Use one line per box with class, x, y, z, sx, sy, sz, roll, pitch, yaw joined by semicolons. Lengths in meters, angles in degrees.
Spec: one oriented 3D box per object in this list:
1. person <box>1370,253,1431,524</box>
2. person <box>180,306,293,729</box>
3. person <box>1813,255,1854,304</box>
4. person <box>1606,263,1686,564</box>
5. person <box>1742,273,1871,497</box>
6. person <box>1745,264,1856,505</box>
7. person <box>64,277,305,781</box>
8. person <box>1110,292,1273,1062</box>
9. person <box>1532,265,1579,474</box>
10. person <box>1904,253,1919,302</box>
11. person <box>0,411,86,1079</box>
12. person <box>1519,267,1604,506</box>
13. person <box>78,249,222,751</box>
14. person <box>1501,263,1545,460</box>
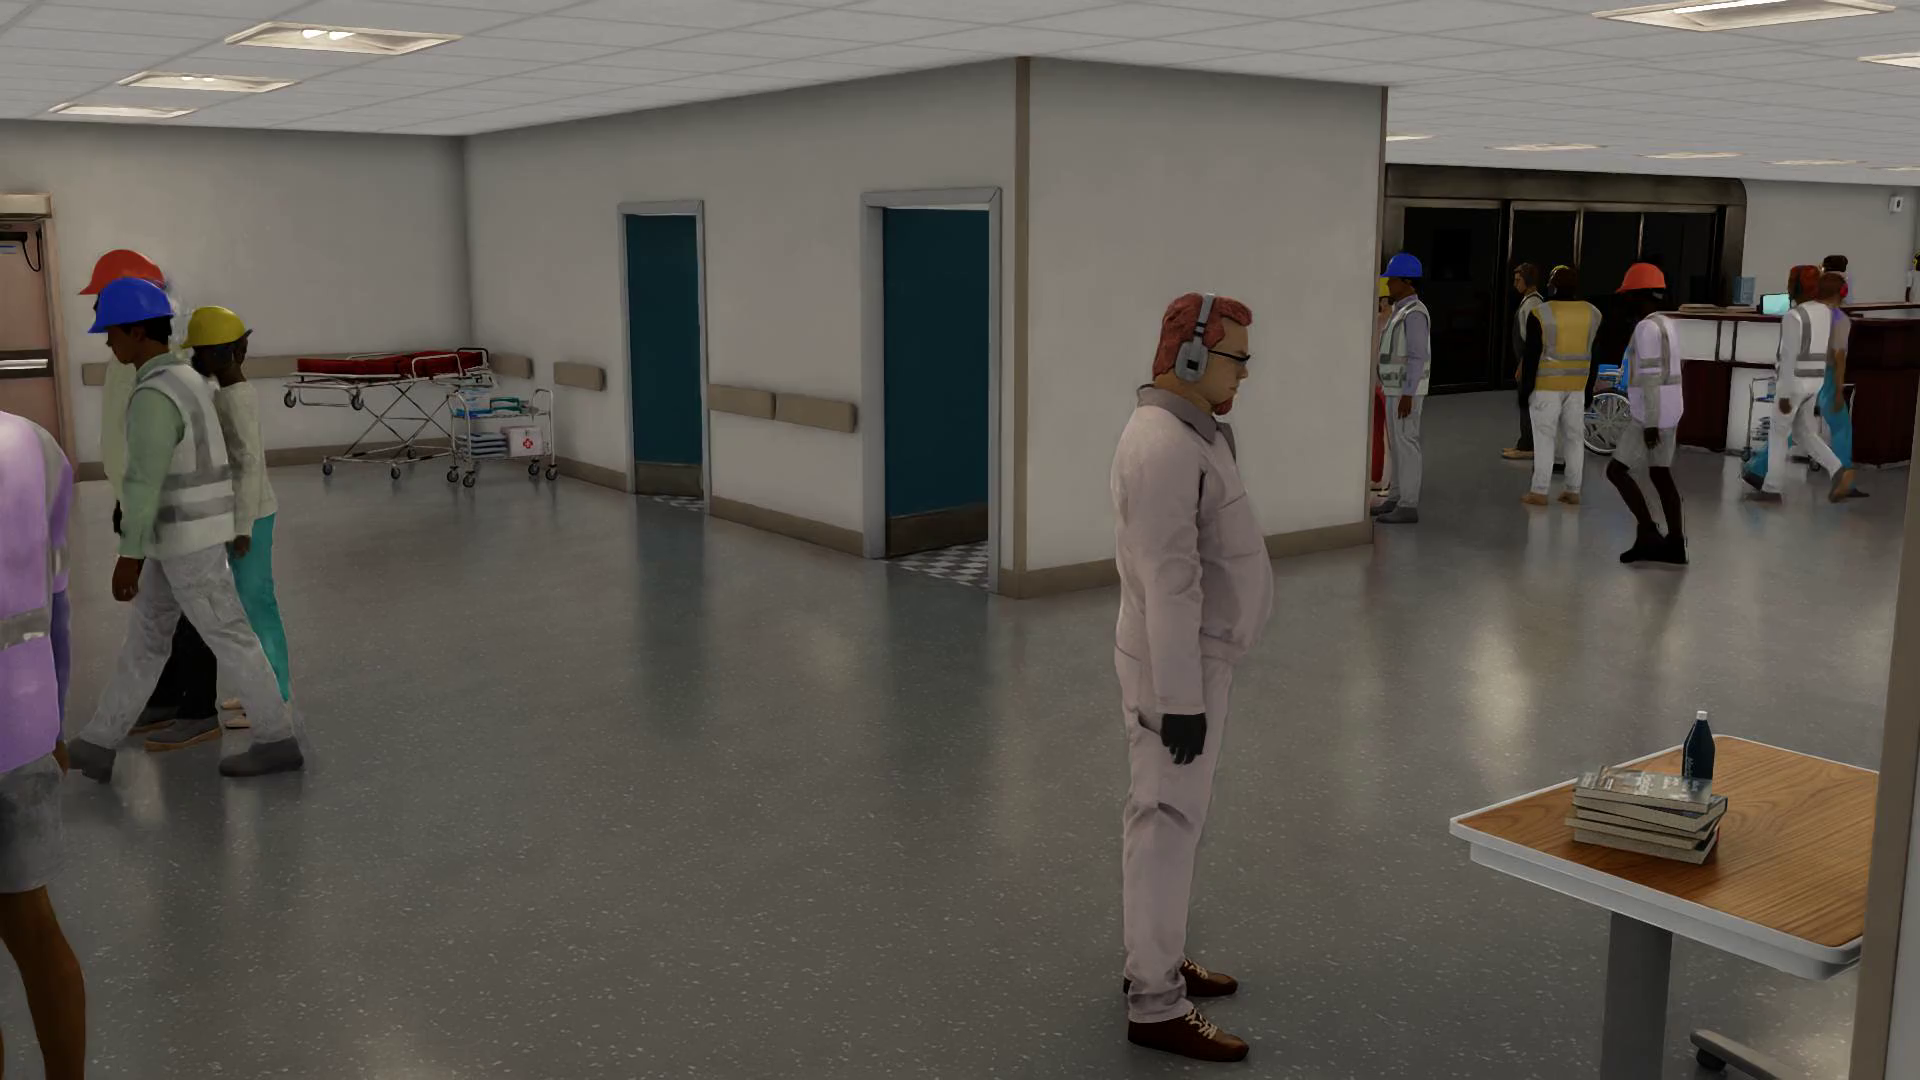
person;3.206;-1.093;12.065;0.389;1.949;0.602;1;10;3
person;-3.042;-0.093;6.982;0.330;1.765;0.533;-5;11;-25
person;13.148;-3.352;25.023;0.430;1.845;0.624;-4;11;-23
person;4.359;-0.785;10.493;0.567;1.901;0.563;7;12;35
person;6.825;-1.227;13.294;0.889;1.801;0.582;-1;10;-5
person;6.461;-1.165;12.707;0.585;1.866;0.718;-6;12;-30
person;-2.969;-0.008;6.137;0.986;1.884;0.628;-3;11;-18
person;0.581;0.332;4.218;0.407;1.902;0.638;1;10;7
person;5.281;-1.493;14.641;0.595;1.826;0.403;-10;14;-43
person;16.347;-3.979;28.471;0.517;1.865;0.328;-7;12;-33
person;-2.067;0.415;3.411;0.410;2.030;0.611;1;10;8
person;4.613;-1.178;12.849;0.631;1.841;0.429;-2;10;-10
person;-3.248;-0.155;6.680;0.612;1.996;0.388;10;14;43
person;5.298;-1.668;15.587;0.346;1.841;0.506;4;11;21
